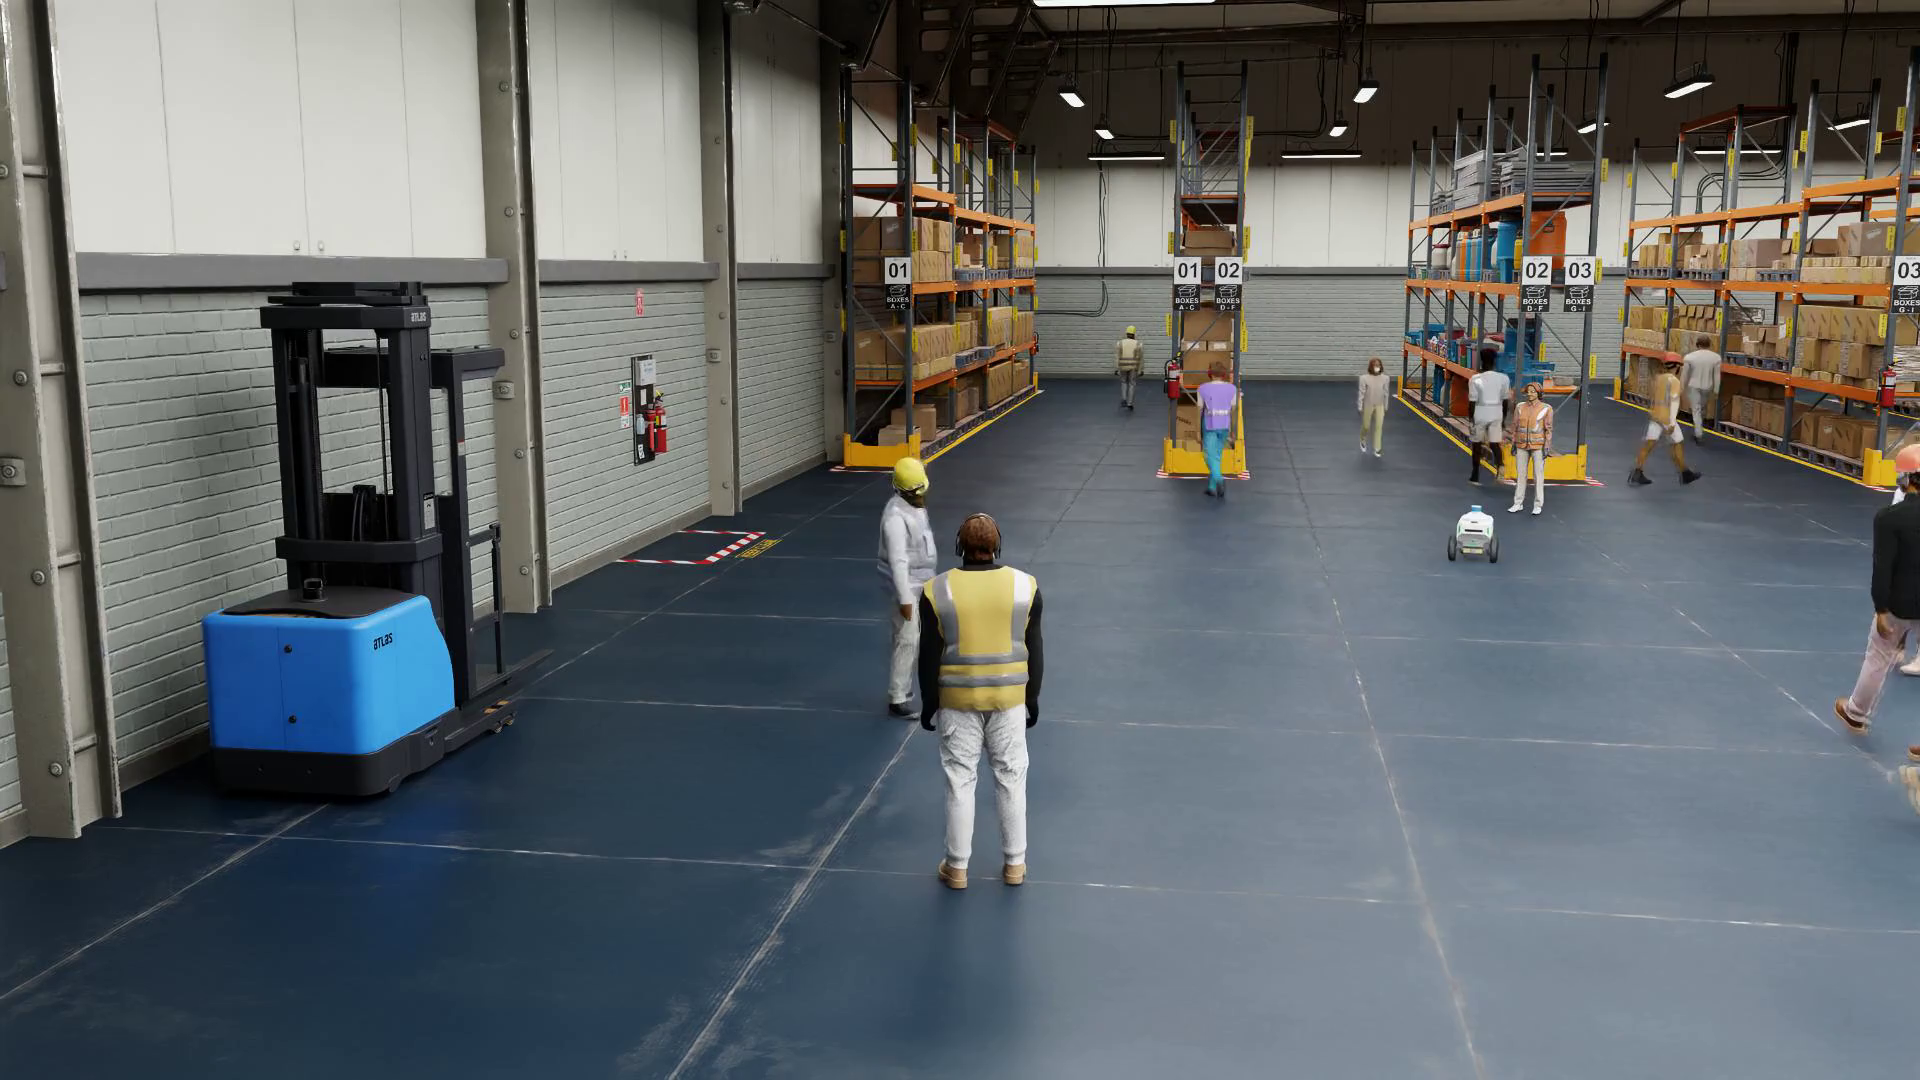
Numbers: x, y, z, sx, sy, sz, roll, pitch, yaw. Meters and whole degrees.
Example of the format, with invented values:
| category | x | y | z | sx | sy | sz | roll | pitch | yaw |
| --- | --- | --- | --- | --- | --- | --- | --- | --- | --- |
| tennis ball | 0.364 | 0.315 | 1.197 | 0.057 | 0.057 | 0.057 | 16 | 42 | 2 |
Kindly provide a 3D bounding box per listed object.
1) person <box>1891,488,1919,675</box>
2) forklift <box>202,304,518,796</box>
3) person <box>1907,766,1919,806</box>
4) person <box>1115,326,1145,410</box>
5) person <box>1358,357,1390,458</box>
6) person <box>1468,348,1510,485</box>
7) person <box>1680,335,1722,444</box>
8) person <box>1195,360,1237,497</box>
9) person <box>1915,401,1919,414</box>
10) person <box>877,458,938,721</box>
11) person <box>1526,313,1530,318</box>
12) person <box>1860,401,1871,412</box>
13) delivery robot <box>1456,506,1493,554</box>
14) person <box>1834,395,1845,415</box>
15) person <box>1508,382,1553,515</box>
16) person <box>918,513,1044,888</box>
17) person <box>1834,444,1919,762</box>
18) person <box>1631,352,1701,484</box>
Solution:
| category | x | y | z | sx | sy | sz | roll | pitch | yaw |
| --- | --- | --- | --- | --- | --- | --- | --- | --- | --- |
| person | 7.155 | 0.151 | 12.489 | 0.315 | 1.696 | 0.541 | -2 | 9 | -10 |
| forklift | -3.673 | -0.038 | 10.147 | 1.129 | 2.768 | 1.873 | 1 | 9 | 9 |
| person | 5.446 | 0.695 | 8.658 | 0.578 | 1.863 | 0.813 | -9 | 13 | -44 |
| person | 3.716 | -3.753 | 36.200 | 0.626 | 1.813 | 0.599 | 3 | 10 | 18 |
| person | 6.734 | -2.183 | 27.151 | 0.506 | 1.611 | 0.704 | 0 | 9 | 1 |
| person | 7.376 | -1.708 | 23.200 | 0.614 | 1.945 | 0.813 | 0 | 9 | -2 |
| person | 12.975 | -2.647 | 29.160 | 0.642 | 1.895 | 1.000 | 1 | 9 | 8 |
| person | 3.418 | -1.474 | 22.137 | 0.570 | 1.824 | 0.766 | -2 | 10 | -15 |
| person | 15.285 | -2.131 | 26.031 | 0.609 | 1.870 | 0.462 | 3 | 10 | 18 |
| person | -0.343 | 0.302 | 11.337 | 0.406 | 1.785 | 0.772 | 1 | 9 | 6 |
| person | 13.659 | -4.502 | 40.306 | 0.616 | 1.986 | 0.407 | -4 | 10 | -23 |
| person | 19.340 | -3.618 | 35.373 | 0.602 | 1.810 | 0.613 | 1 | 9 | 5 |
| delivery robot | 5.425 | -0.118 | 17.508 | 0.477 | 0.478 | 0.707 | 3 | 10 | 20 |
| person | 17.893 | -3.434 | 33.586 | 0.652 | 2.025 | 0.429 | -1 | 9 | -6 |
| person | 7.089 | -1.143 | 20.647 | 0.514 | 1.641 | 0.308 | 8 | 12 | 42 |
| person | 0.099 | 0.782 | 8.153 | 0.619 | 1.845 | 0.430 | -1 | 9 | -7 |
| person | 5.922 | 0.368 | 10.406 | 0.607 | 1.934 | 1.038 | 0 | 9 | 1 |
| person | 9.984 | -1.710 | 23.482 | 1.072 | 1.872 | 0.540 | -2 | 9 | -13 |
